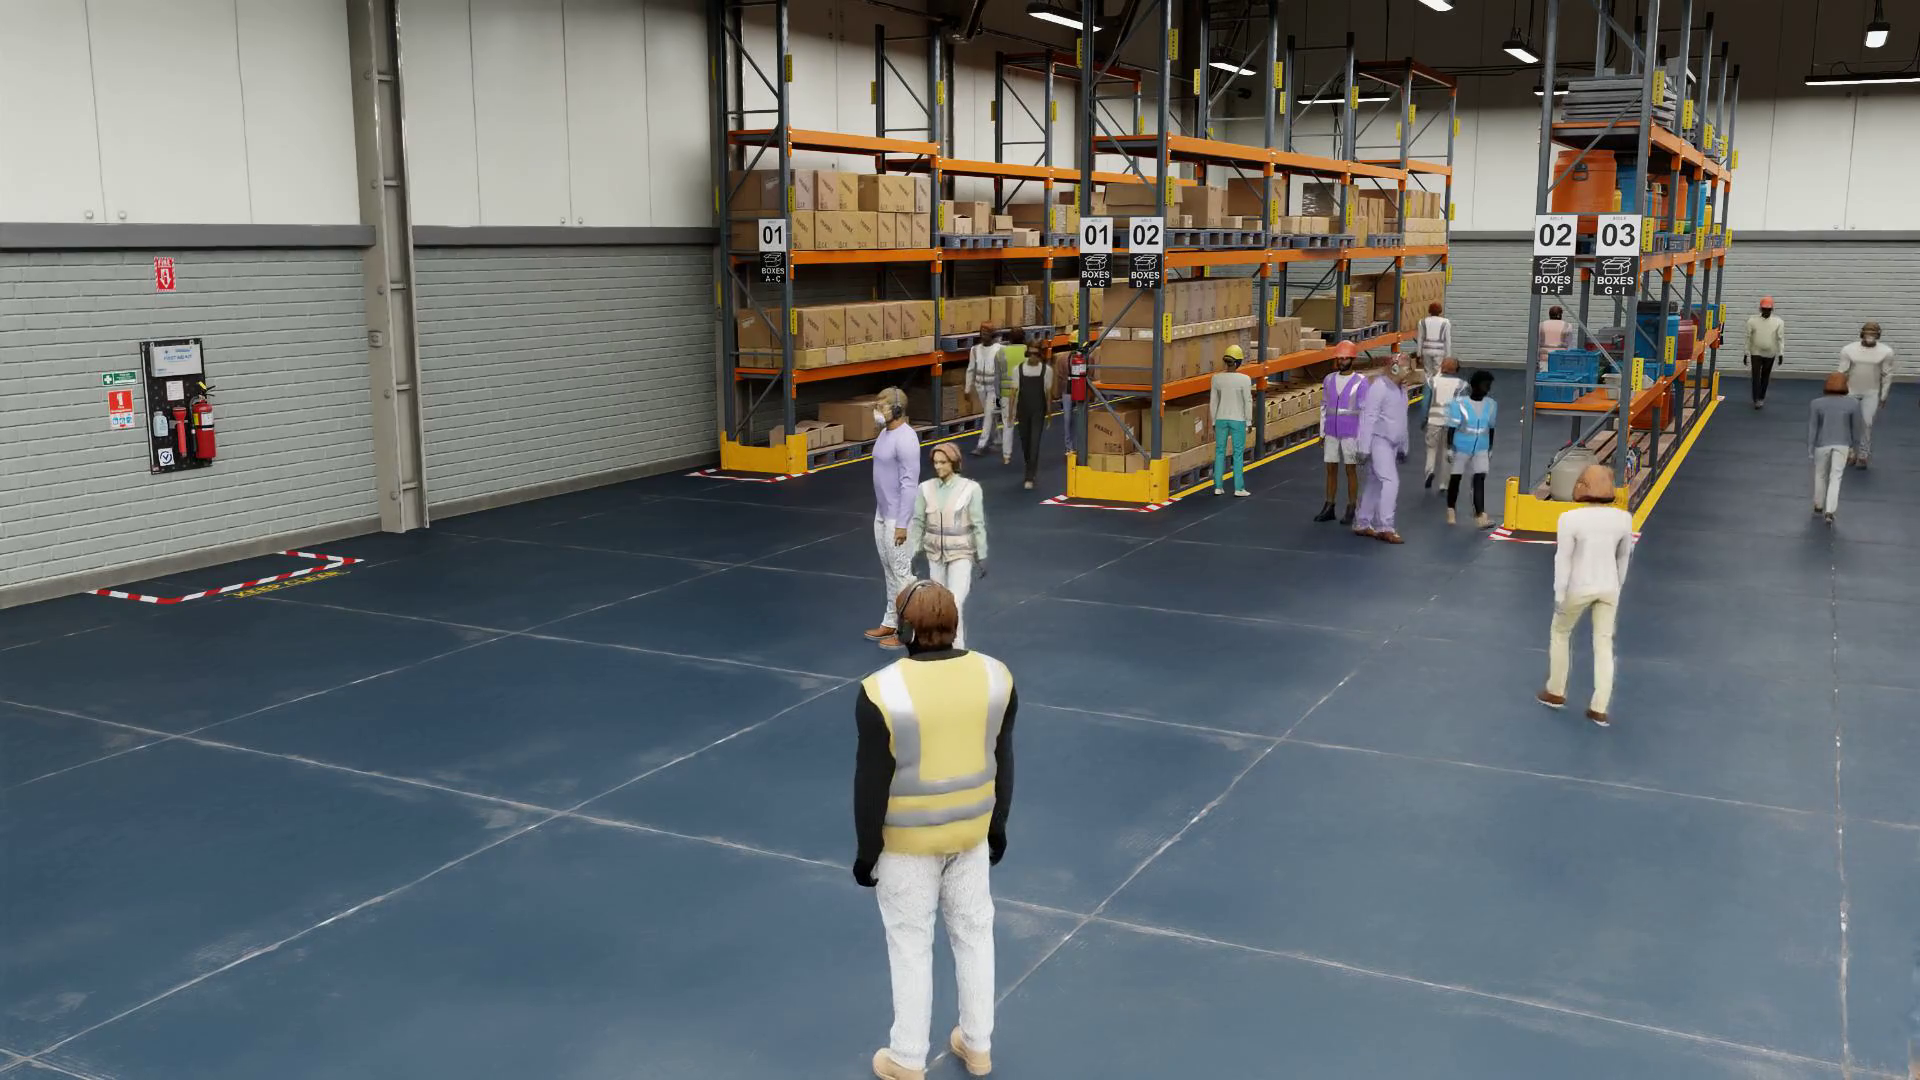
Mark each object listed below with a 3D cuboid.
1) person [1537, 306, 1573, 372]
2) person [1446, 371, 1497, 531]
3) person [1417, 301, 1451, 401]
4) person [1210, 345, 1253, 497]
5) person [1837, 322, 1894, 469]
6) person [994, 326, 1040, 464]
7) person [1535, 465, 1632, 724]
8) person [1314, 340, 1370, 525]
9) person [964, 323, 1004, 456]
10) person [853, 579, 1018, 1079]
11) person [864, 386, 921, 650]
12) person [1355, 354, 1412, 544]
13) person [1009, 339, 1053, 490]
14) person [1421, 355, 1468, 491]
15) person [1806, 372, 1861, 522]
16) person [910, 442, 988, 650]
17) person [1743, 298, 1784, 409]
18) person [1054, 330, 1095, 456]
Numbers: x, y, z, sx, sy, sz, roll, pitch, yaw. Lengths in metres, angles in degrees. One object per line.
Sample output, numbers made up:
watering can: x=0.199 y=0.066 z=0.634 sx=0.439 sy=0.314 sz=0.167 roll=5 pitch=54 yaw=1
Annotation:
person: x=10.123 y=-3.071 z=28.390 sx=0.622 sy=1.840 sz=0.430 roll=5 pitch=12 yaw=27
person: x=5.271 y=-0.920 z=17.151 sx=0.592 sy=1.640 sz=0.855 roll=-1 pitch=10 yaw=-5
person: x=8.470 y=-3.346 z=29.793 sx=0.598 sy=1.871 sz=0.489 roll=4 pitch=11 yaw=22
person: x=3.163 y=-1.382 z=19.370 sx=0.523 sy=1.769 sz=0.316 roll=7 pitch=12 yaw=33
person: x=11.740 y=-1.871 z=21.662 sx=0.644 sy=1.896 sz=0.931 roll=6 pitch=12 yaw=31
person: x=0.767 y=-1.921 z=22.103 sx=0.628 sy=1.846 sz=0.429 roll=1 pitch=10 yaw=4
person: x=3.943 y=0.321 z=10.524 sx=0.514 sy=1.609 sz=0.704 roll=-1 pitch=10 yaw=-5
person: x=4.031 y=-1.135 z=17.550 sx=0.545 sy=1.942 sz=0.350 roll=9 pitch=14 yaw=40
person: x=0.373 y=-2.098 z=23.110 sx=0.598 sy=1.832 sz=1.005 roll=6 pitch=12 yaw=28
person: x=-0.104 y=1.047 z=5.930 sx=0.633 sy=1.839 sz=0.429 roll=-6 pitch=12 yaw=-28
person: x=-0.488 y=-0.167 z=12.277 sx=0.372 sy=1.940 sz=0.631 roll=-4 pitch=11 yaw=-20
person: x=4.277 y=-0.912 z=16.533 sx=0.759 sy=1.866 sz=0.664 roll=8 pitch=13 yaw=38
person: x=0.872 y=-1.552 z=20.222 sx=0.521 sy=1.808 sz=0.940 roll=2 pitch=11 yaw=10
person: x=5.729 y=-1.374 z=19.701 sx=0.527 sy=1.622 sz=0.414 roll=4 pitch=11 yaw=21
person: x=9.328 y=-1.000 z=17.788 sx=0.502 sy=1.590 sz=0.868 roll=6 pitch=12 yaw=32
person: x=-0.111 y=0.143 z=11.433 sx=0.547 sy=1.619 sz=0.550 roll=6 pitch=12 yaw=28
person: x=14.182 y=-3.296 z=29.343 sx=0.631 sy=1.945 sz=1.010 roll=4 pitch=11 yaw=20
person: x=1.563 y=-2.008 z=22.829 sx=0.558 sy=1.741 sz=0.445 roll=1 pitch=10 yaw=8
